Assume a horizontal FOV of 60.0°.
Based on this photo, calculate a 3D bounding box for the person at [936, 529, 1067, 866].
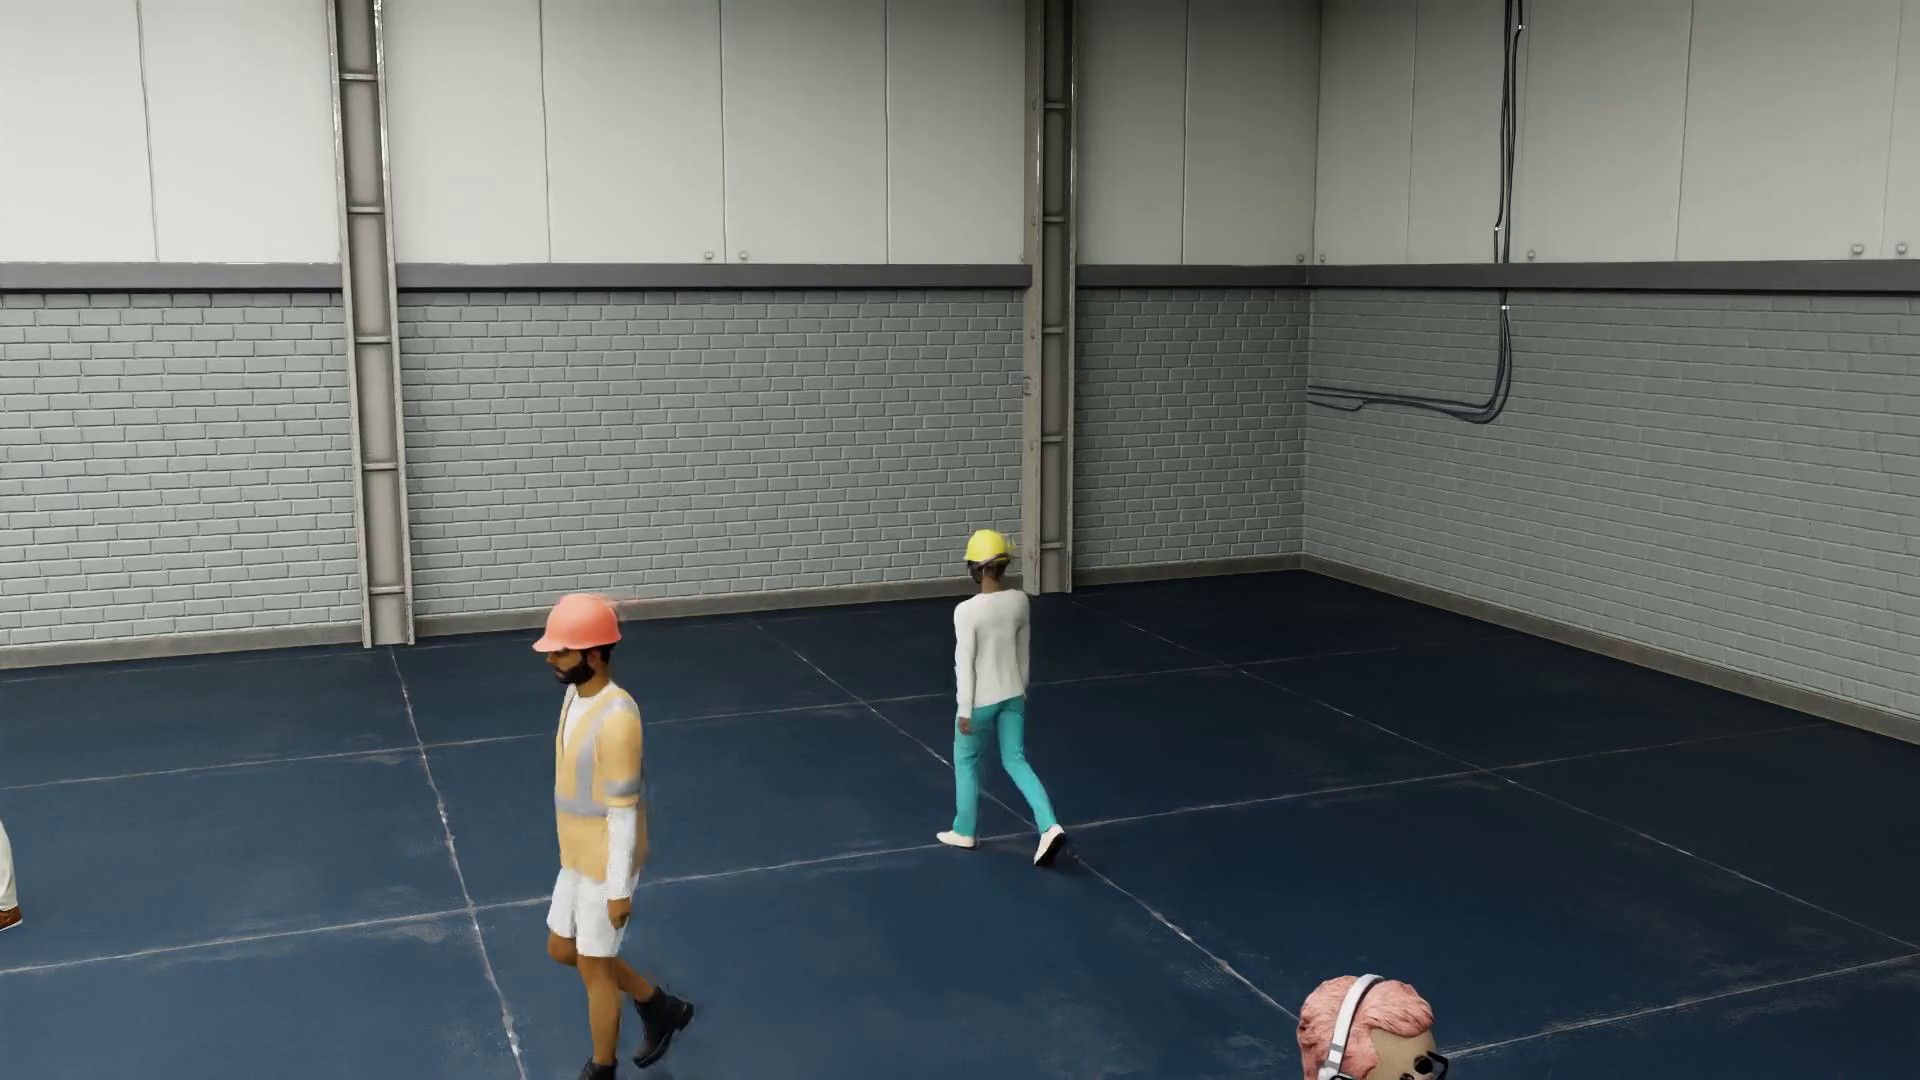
[{"bbox_3d":[0.211,0.811,8.581,0.533,1.739,0.800,-8,12,-40],"label":"person"}]

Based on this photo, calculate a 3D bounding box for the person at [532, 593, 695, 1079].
[{"bbox_3d":[-1.274,1.127,5.995,0.524,1.927,0.560,-5,10,-28],"label":"person"}]

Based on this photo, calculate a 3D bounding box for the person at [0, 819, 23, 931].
[{"bbox_3d":[-4.601,0.900,7.642,0.509,1.863,0.311,7,11,37],"label":"person"}]

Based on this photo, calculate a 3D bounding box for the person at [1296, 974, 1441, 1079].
[{"bbox_3d":[0.660,1.644,2.817,0.407,1.906,0.655,5,10,28],"label":"person"}]
